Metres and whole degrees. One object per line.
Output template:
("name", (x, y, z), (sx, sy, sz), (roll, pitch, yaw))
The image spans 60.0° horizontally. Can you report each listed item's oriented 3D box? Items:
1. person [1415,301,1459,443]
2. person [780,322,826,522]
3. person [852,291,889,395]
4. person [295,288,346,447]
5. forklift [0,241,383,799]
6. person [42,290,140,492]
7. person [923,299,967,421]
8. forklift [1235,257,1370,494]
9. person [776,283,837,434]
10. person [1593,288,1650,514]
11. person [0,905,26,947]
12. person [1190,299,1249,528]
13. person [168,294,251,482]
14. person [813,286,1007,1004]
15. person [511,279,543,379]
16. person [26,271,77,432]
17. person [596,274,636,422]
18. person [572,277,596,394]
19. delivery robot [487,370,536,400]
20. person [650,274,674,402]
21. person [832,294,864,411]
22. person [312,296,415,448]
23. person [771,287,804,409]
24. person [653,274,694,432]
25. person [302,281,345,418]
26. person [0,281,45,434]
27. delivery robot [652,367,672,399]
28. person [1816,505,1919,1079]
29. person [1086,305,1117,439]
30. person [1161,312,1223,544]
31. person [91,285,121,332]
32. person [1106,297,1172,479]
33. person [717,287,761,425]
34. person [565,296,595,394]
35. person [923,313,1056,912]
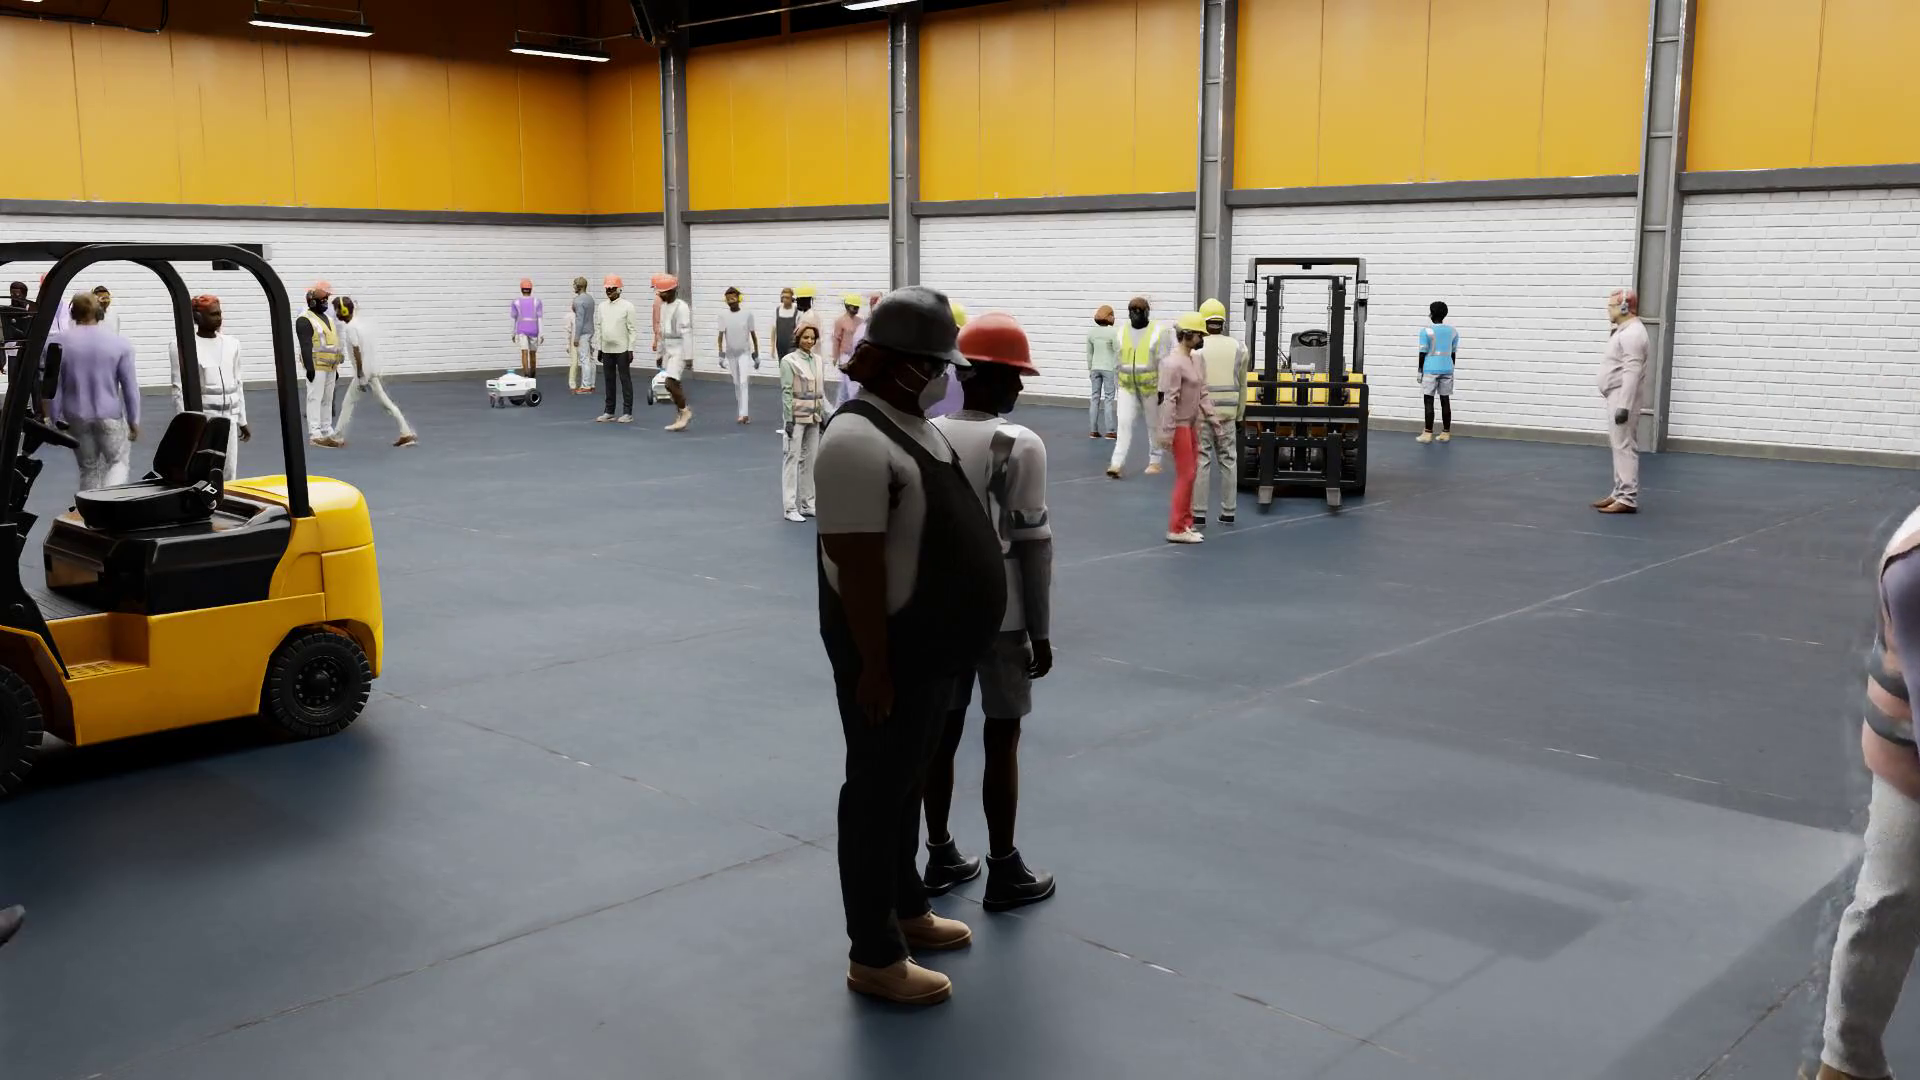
("person", (5.697, -2.002, 19.866), (0.537, 1.691, 0.321), (-3, 10, -19))
("person", (-1.287, -0.974, 13.723), (0.314, 1.636, 0.515), (6, 11, 34))
("person", (-0.594, -1.192, 14.343), (0.846, 1.878, 0.648), (-5, 10, -27))
("person", (-7.475, -2.015, 19.475), (0.429, 1.844, 0.627), (1, 9, 7))
("forklift", (-3.706, -0.171, 7.093), (1.214, 2.155, 2.313), (9, 13, 43))
("person", (-6.476, -0.902, 12.433), (0.634, 1.923, 0.671), (-3, 10, -18))
("person", (-0.107, -0.442, 9.657), (0.603, 1.897, 0.494), (-3, 10, -18))
("forklift", (3.309, -1.629, 16.029), (1.214, 2.155, 2.313), (2, 9, 11))
("person", (-1.899, -2.281, 20.928), (0.793, 1.902, 0.603), (0, 9, 1))
("person", (5.612, -1.177, 14.142), (0.402, 1.906, 0.651), (3, 10, 18))
("person", (-3.200, 0.437, 4.610), (0.947, 1.784, 0.587), (-6, 11, -31))
("person", (2.007, -1.008, 13.328), (0.591, 1.834, 0.404), (-3, 10, -15))
("person", (-5.569, -0.881, 12.393), (0.347, 1.883, 0.584), (5, 11, 30))
("person", (-0.131, 0.276, 4.820), (0.537, 2.000, 0.678), (2, 9, 11))
("person", (-7.827, -3.765, 30.074), (0.560, 1.892, 0.982), (-3, 10, -15))
("person", (-11.308, -2.335, 20.821), (0.371, 2.044, 0.608), (8, 12, 39))
("person", (-4.659, -2.583, 22.493), (0.608, 1.995, 0.377), (4, 10, 23))
("person", (-6.255, -3.388, 27.601), (0.373, 1.940, 0.628), (1, 9, 7))
("delivery robot", (-6.724, -2.308, 24.921), (0.477, 0.478, 0.707), (8, 12, 40))
("person", (-4.634, -3.149, 25.990), (0.393, 1.986, 0.609), (3, 10, 16))
("person", (-1.492, -2.576, 23.310), (0.906, 1.716, 0.534), (8, 12, 40))
("person", (-6.894, -1.928, 19.217), (1.146, 1.766, 0.536), (0, 9, -1))
("person", (-2.553, -2.889, 24.940), (0.509, 1.816, 0.887), (2, 9, 11))
("person", (-3.608, -2.341, 20.979), (0.536, 2.001, 0.751), (-7, 12, -36))
("person", (-8.902, -2.658, 23.250), (0.612, 1.905, 0.670), (-5, 10, -28))
("person", (-11.655, -2.256, 20.726), (0.590, 1.916, 0.398), (-5, 10, -26))
("delivery robot", (-4.533, -2.407, 25.530), (0.477, 0.478, 0.707), (-1, 9, -6))
("person", (2.409, 0.564, 3.770), (0.647, 1.803, 0.868), (-7, 12, -37))
("person", (1.765, -2.047, 20.309), (0.498, 1.633, 0.289), (8, 12, 39))
("person", (1.746, -0.853, 12.643), (0.435, 1.743, 0.512), (3, 10, 20))
("person", (-10.348, -2.135, 20.172), (0.385, 1.869, 0.540), (5, 11, 28))
("person", (1.780, -1.502, 16.503), (0.626, 1.783, 0.985), (4, 10, 24))
("person", (-2.946, -2.413, 21.978), (0.530, 1.819, 0.940), (1, 9, 7))
("person", (-6.292, -3.220, 27.541), (0.509, 1.623, 0.282), (-7, 11, -35))
("person", (0.078, 0.231, 5.431), (0.551, 1.928, 0.377), (7, 11, 36))
